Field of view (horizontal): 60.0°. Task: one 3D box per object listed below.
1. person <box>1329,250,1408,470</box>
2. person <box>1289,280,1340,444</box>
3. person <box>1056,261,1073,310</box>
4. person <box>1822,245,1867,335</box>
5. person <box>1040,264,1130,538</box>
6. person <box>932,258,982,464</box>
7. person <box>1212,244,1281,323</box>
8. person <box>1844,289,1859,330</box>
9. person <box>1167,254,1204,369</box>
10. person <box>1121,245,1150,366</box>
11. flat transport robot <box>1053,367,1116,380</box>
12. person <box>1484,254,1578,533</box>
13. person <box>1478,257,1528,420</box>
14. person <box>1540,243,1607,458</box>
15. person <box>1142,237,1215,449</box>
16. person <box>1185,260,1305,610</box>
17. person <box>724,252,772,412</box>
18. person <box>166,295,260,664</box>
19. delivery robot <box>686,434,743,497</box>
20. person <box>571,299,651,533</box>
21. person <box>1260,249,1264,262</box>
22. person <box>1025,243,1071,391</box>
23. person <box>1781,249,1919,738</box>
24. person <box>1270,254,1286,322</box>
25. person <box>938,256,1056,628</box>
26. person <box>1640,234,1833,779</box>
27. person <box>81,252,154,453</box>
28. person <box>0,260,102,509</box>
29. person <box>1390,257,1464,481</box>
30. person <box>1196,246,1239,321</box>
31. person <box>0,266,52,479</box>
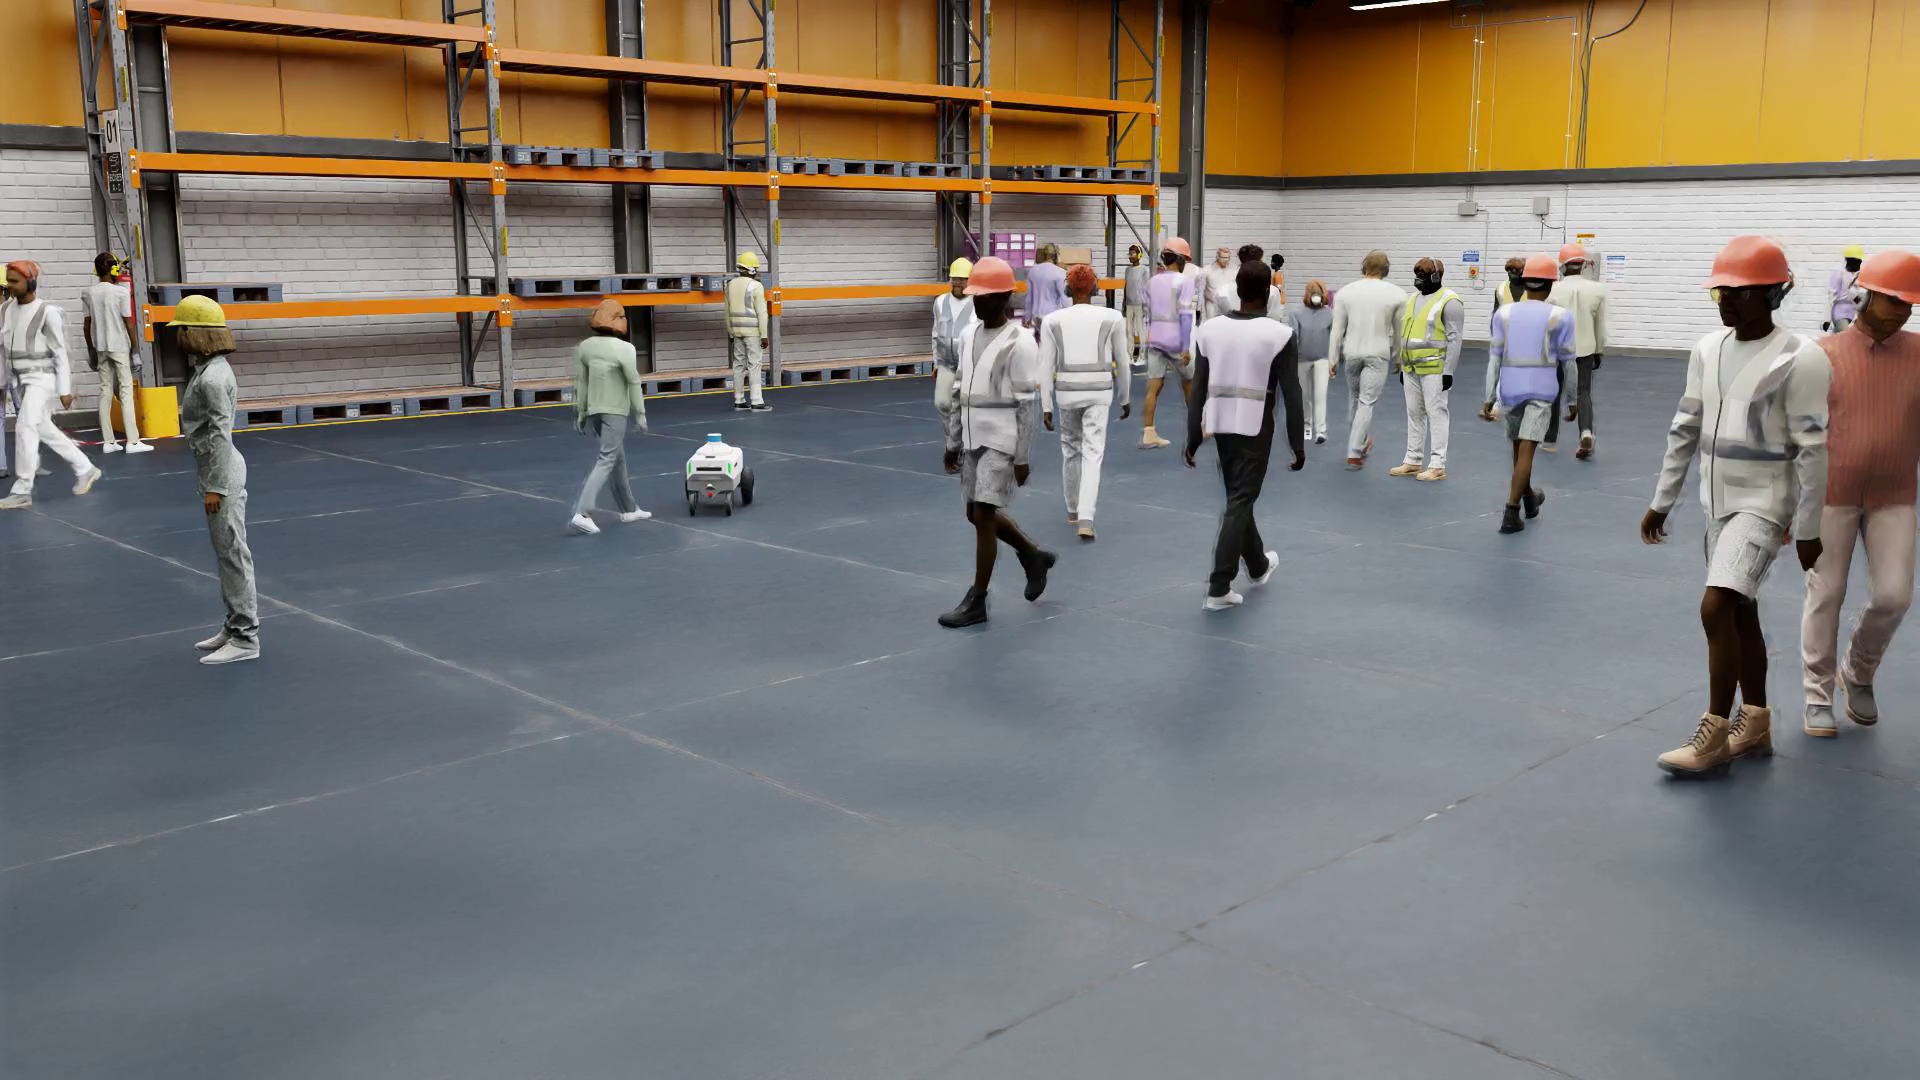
[{"bbox_3d":[3.598,-1.581,14.588,0.634,1.882,1.046,6,12,30],"label":"person"},{"bbox_3d":[3.443,-1.730,16.212,0.491,1.580,0.840,3,11,14],"label":"person"},{"bbox_3d":[1.471,-3.334,24.833,0.507,1.632,0.268,9,14,42],"label":"person"},{"bbox_3d":[11.931,-2.983,22.222,0.617,1.880,0.943,-7,13,-34],"label":"person"},{"bbox_3d":[0.839,-0.944,11.290,0.591,1.838,0.999,2,11,12],"label":"person"},{"bbox_3d":[0.014,-1.568,14.678,0.615,1.820,0.429,4,11,23],"label":"person"},{"bbox_3d":[2.556,-1.665,14.882,0.631,1.937,0.724,3,11,16],"label":"person"},{"bbox_3d":[7.291,-1.206,13.284,0.520,1.612,0.690,-2,11,-11],"label":"person"},{"bbox_3d":[3.357,-3.499,25.168,0.625,1.844,0.429,-2,11,-12],"label":"person"},{"bbox_3d":[2.719,-3.650,25.912,0.318,1.870,0.531,-10,14,-43],"label":"person"},{"bbox_3d":[1.708,-2.377,23.334,0.652,0.197,1.431,7,13,34],"label":"flat transport robot"},{"bbox_3d":[3.992,-1.025,11.546,0.573,1.880,0.997,8,13,36],"label":"person"},{"bbox_3d":[6.100,-2.188,18.206,0.649,1.782,0.818,7,13,35],"label":"person"},{"bbox_3d":[5.617,-1.737,15.252,0.614,1.962,0.929,2,11,9],"label":"person"},{"bbox_3d":[2.091,-1.880,15.932,1.034,1.986,0.629,-9,14,-40],"label":"person"},{"bbox_3d":[1.637,-0.591,9.203,0.624,1.871,0.976,9,13,39],"label":"person"},{"bbox_3d":[-2.427,-2.390,19.146,0.601,1.830,0.404,8,13,37],"label":"person"},{"bbox_3d":[-3.553,-0.286,7.913,0.295,1.744,0.484,-5,11,-25],"label":"person"},{"bbox_3d":[-1.811,-0.544,12.307,0.477,0.478,0.707,0,10,-1],"label":"delivery robot"},{"bbox_3d":[-2.432,-0.862,11.464,0.517,1.593,0.851,7,12,32],"label":"person"},{"bbox_3d":[4.570,-3.578,25.633,0.535,1.826,0.868,-2,11,-13],"label":"person"},{"bbox_3d":[1.176,-2.907,21.740,0.657,1.916,0.642,-8,13,-37],"label":"person"},{"bbox_3d":[3.599,-0.170,6.668,0.665,1.966,0.428,3,11,14],"label":"person"},{"bbox_3d":[5.516,-4.130,29.004,0.318,1.696,0.536,2,11,9],"label":"person"},{"bbox_3d":[0.214,-0.523,8.736,0.803,1.918,0.552,-8,13,-36],"label":"person"},{"bbox_3d":[2.850,-0.120,6.253,0.785,2.015,0.623,-2,11,-12],"label":"person"},{"bbox_3d":[-7.879,-1.735,15.493,0.519,1.865,0.331,2,11,9],"label":"person"},{"bbox_3d":[-6.988,-1.201,12.650,0.574,1.846,0.944,5,12,27],"label":"person"},{"bbox_3d":[3.861,-1.413,13.792,0.429,1.841,0.634,-5,11,-24],"label":"person"},{"bbox_3d":[3.967,-3.580,25.583,0.665,1.862,0.894,-1,10,-7],"label":"person"},{"bbox_3d":[-7.924,-1.384,13.843,0.524,1.769,0.314,-1,10,-5],"label":"person"}]
